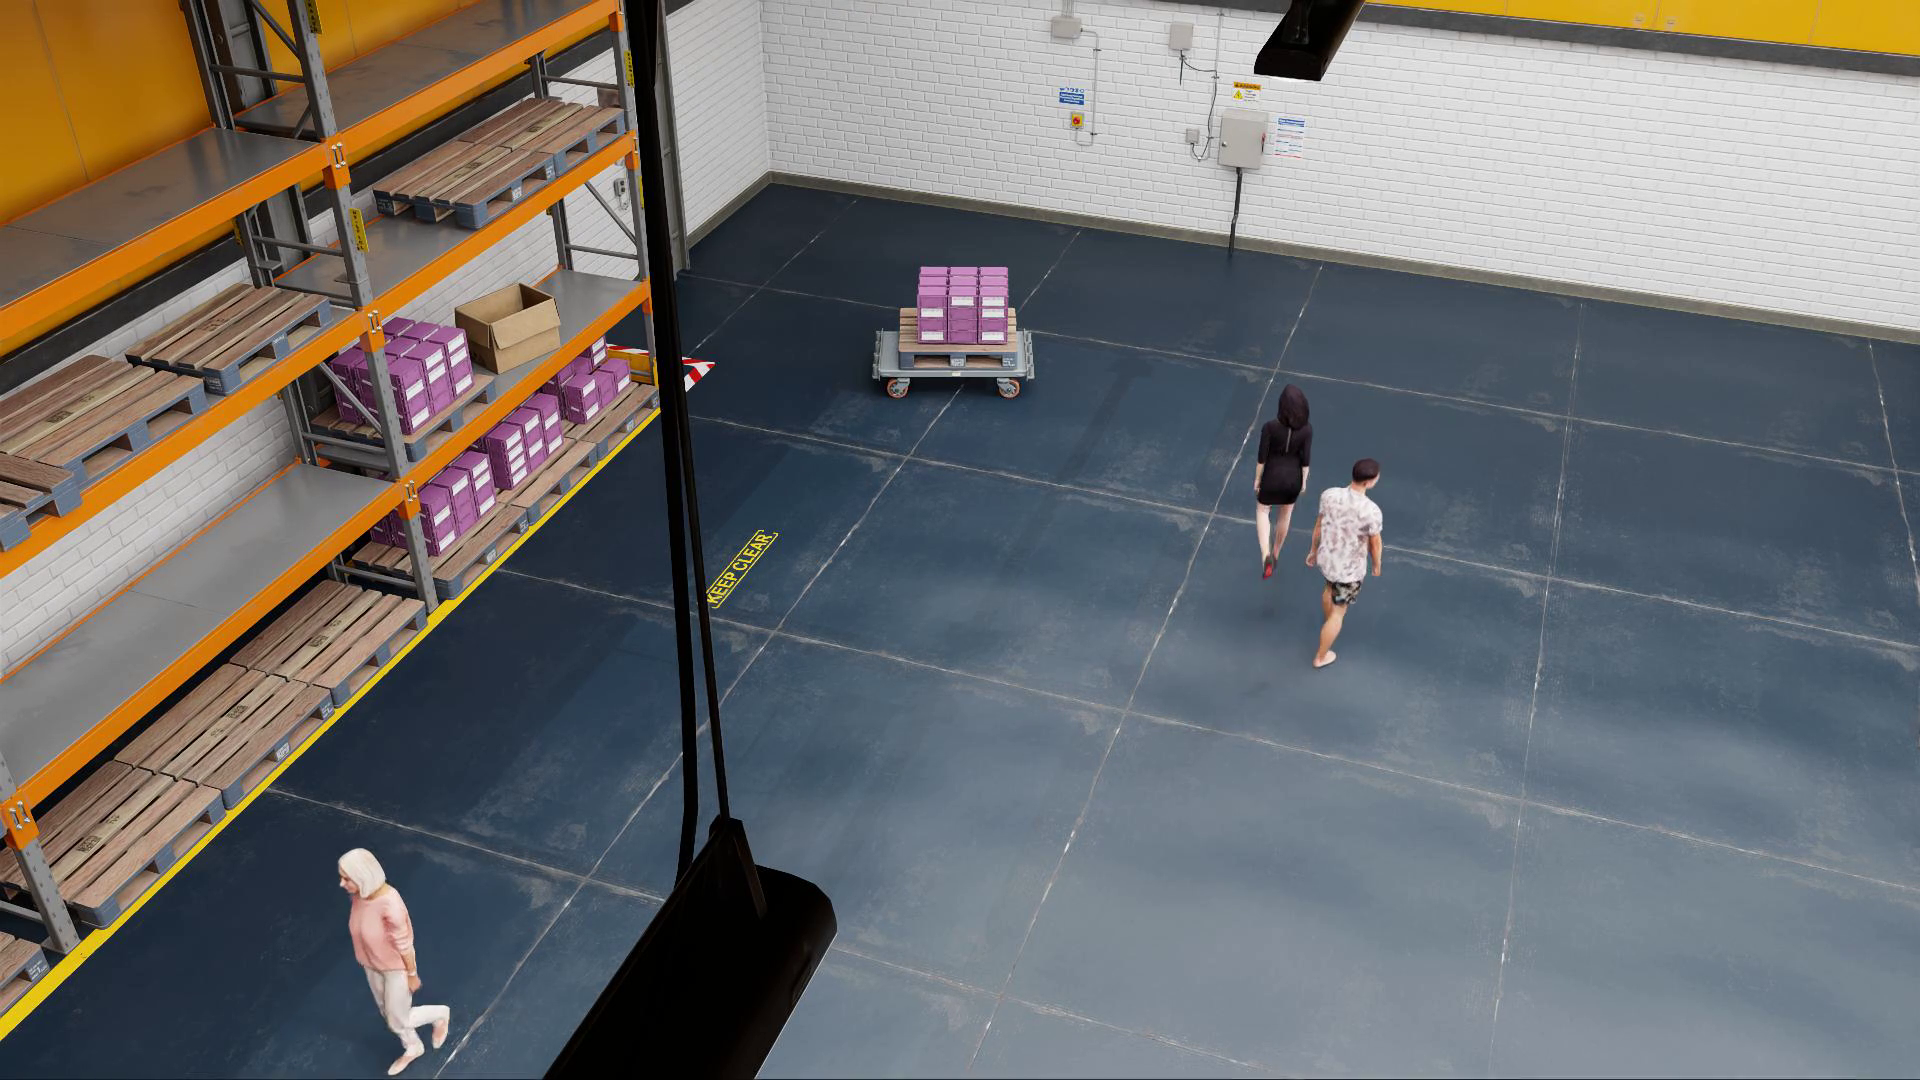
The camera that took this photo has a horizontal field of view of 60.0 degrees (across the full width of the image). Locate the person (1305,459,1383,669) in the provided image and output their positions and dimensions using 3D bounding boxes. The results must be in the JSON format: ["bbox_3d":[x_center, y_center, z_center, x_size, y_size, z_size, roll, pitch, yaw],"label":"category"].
[{"bbox_3d":[2.930,0.207,12.942,0.929,1.782,1.095,29,43,36],"label":"person"}]

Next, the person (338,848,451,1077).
[{"bbox_3d":[-3.259,2.409,9.695,0.678,1.709,0.745,20,38,27],"label":"person"}]

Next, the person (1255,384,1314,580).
[{"bbox_3d":[2.684,-0.416,13.869,0.726,1.794,0.897,2,34,3],"label":"person"}]
